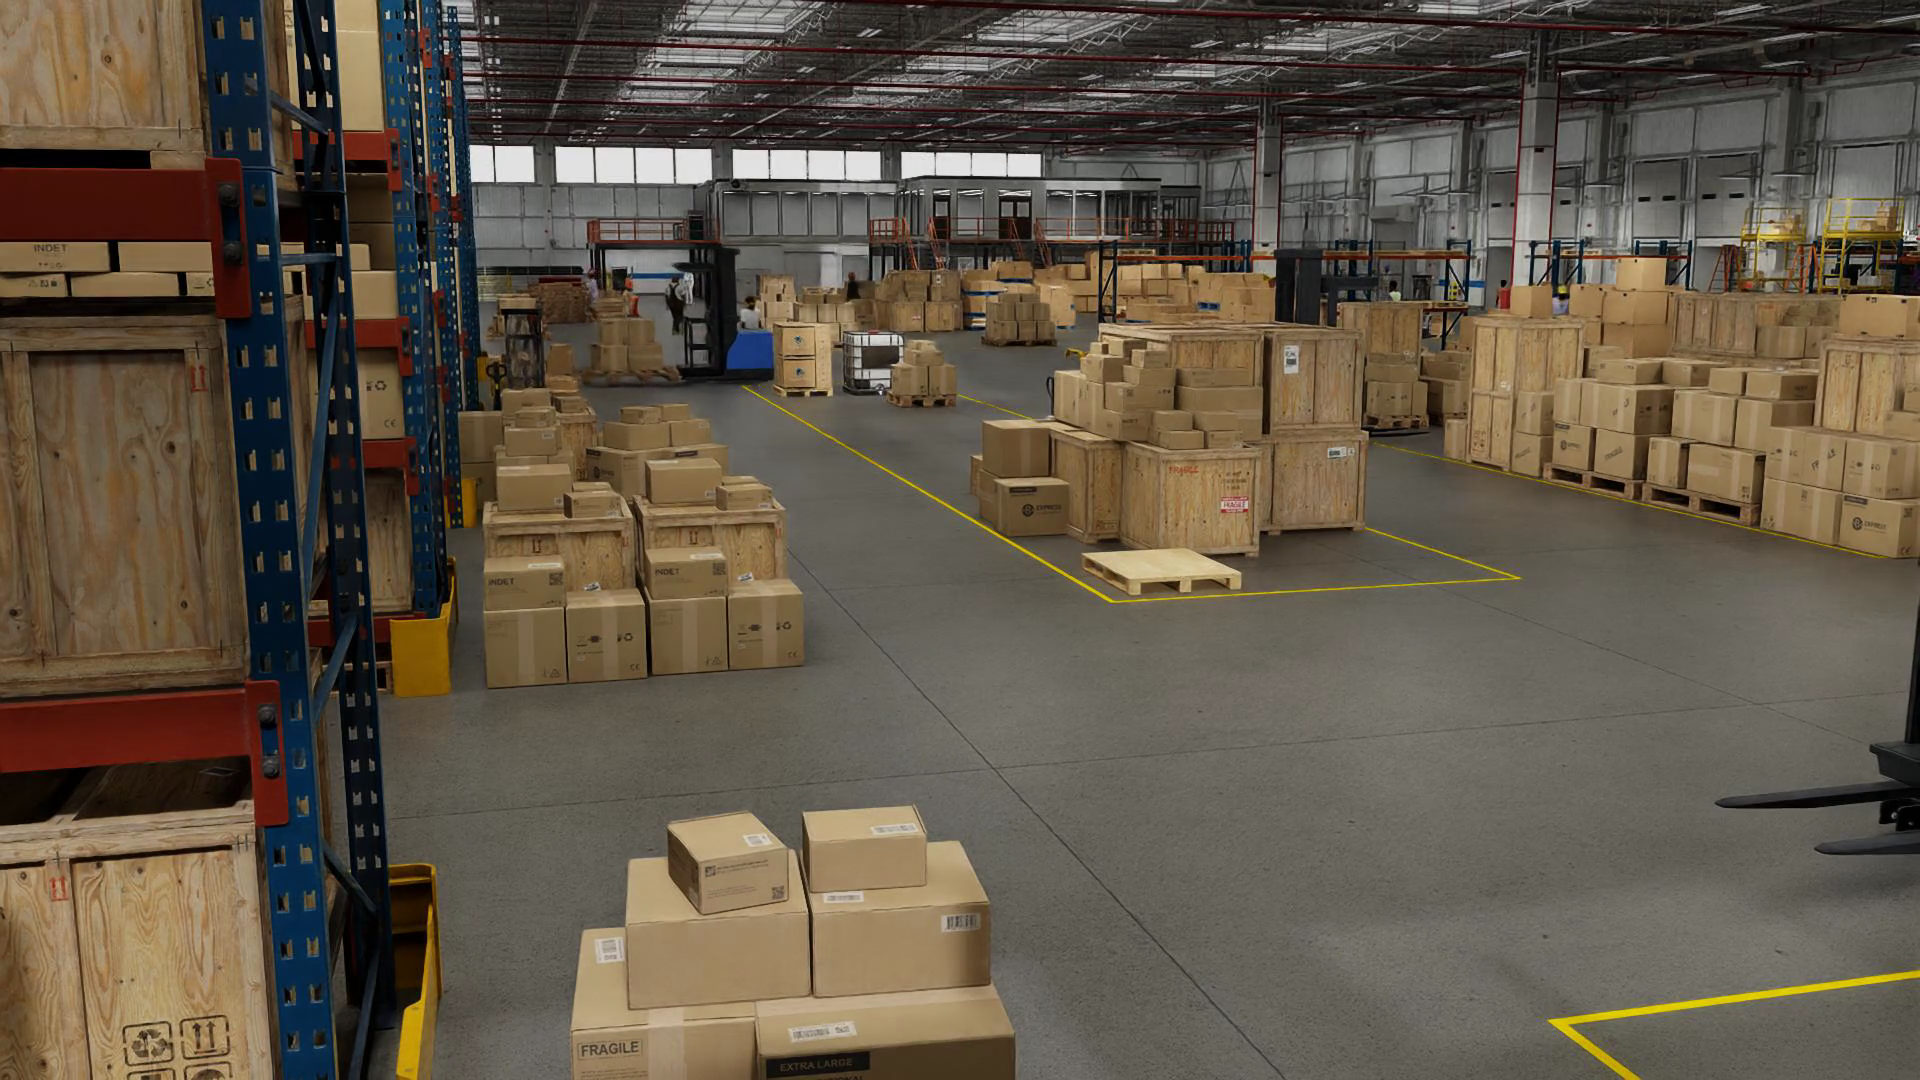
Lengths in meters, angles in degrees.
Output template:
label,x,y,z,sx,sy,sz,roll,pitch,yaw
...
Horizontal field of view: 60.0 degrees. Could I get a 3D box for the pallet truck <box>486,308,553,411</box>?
label,x,y,z,sx,sy,sz,roll,pitch,yaw
pallet truck,-6.242,-2.418,24.362,0.823,1.965,1.885,1,10,3

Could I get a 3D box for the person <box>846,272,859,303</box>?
label,x,y,z,sx,sy,sz,roll,pitch,yaw
person,-3.784,-8.692,60.014,0.881,1.958,0.618,3,11,18

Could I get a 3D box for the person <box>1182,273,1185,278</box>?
label,x,y,z,sx,sy,sz,roll,pitch,yaw
person,10.969,-12.283,80.734,0.598,1.827,0.632,-7,12,-33

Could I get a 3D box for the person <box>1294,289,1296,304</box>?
label,x,y,z,sx,sy,sz,roll,pitch,yaw
person,10.420,-7.459,53.176,0.637,1.904,0.913,9,14,43

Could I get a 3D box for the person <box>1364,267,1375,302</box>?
label,x,y,z,sx,sy,sz,roll,pitch,yaw
person,19.417,-11.996,78.863,0.649,1.907,0.596,10,14,44

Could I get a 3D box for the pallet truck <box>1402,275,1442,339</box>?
label,x,y,z,sx,sy,sz,roll,pitch,yaw
pallet truck,14.620,-7.324,52.145,0.823,1.965,1.885,8,13,40

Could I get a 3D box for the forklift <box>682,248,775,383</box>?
label,x,y,z,sx,sy,sz,roll,pitch,yaw
forklift,-4.890,-4.745,35.040,1.873,2.768,1.129,-3,10,-15

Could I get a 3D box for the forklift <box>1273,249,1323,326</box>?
label,x,y,z,sx,sy,sz,roll,pitch,yaw
forklift,4.855,-2.824,24.162,1.873,2.768,1.129,-3,10,-15

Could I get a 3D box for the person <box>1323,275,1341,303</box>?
label,x,y,z,sx,sy,sz,roll,pitch,yaw
person,13.860,-8.955,61.981,0.622,1.795,0.948,-3,10,-17

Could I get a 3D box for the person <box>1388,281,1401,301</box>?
label,x,y,z,sx,sy,sz,roll,pitch,yaw
person,12.092,-6.277,46.439,0.390,1.919,0.591,8,13,37

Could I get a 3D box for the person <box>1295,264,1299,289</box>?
label,x,y,z,sx,sy,sz,roll,pitch,yaw
person,18.032,-13.889,89.499,0.618,1.949,1.026,-6,12,-30

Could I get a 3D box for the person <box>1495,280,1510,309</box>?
label,x,y,z,sx,sy,sz,roll,pitch,yaw
person,19.086,-8.299,58.514,0.542,1.695,0.316,-2,10,-11

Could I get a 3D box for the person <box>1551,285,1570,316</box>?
label,x,y,z,sx,sy,sz,roll,pitch,yaw
person,15.059,-5.423,41.659,0.597,1.894,0.765,2,10,13

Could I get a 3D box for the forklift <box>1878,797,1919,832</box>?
label,x,y,z,sx,sy,sz,roll,pitch,yaw
forklift,5.565,0.091,7.657,1.873,2.768,1.129,-3,10,-15

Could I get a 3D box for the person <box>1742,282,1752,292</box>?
label,x,y,z,sx,sy,sz,roll,pitch,yaw
person,21.329,-6.089,45.397,0.694,1.901,0.670,1,10,4

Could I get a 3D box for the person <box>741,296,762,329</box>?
label,x,y,z,sx,sy,sz,roll,pitch,yaw
person,-4.556,-4.449,36.437,0.531,1.810,0.941,-4,11,-24

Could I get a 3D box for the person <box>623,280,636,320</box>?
label,x,y,z,sx,sy,sz,roll,pitch,yaw
person,-9.722,-6.727,49.077,0.504,1.885,0.675,3,10,16

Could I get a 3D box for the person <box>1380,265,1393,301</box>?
label,x,y,z,sx,sy,sz,roll,pitch,yaw
person,20.735,-12.368,80.846,0.618,1.945,0.395,7,12,33

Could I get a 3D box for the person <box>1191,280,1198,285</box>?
label,x,y,z,sx,sy,sz,roll,pitch,yaw
person,6.859,-6.716,49.012,0.966,1.888,0.629,-7,12,-33

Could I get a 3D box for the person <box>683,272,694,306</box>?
label,x,y,z,sx,sy,sz,roll,pitch,yaw
person,-13.158,-12.286,80.567,0.575,1.882,0.360,5,11,27

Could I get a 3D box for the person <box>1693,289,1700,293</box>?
label,x,y,z,sx,sy,sz,roll,pitch,yaw
person,18.148,-5.309,41.231,0.554,1.817,0.640,1,10,8

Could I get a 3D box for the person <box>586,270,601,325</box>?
label,x,y,z,sx,sy,sz,roll,pitch,yaw
person,-13.379,-8.826,60.571,0.456,2.022,0.634,-2,10,-13

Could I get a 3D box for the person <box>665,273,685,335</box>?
label,x,y,z,sx,sy,sz,roll,pitch,yaw
person,-9.229,-7.662,53.936,0.691,2.000,0.781,4,11,20
